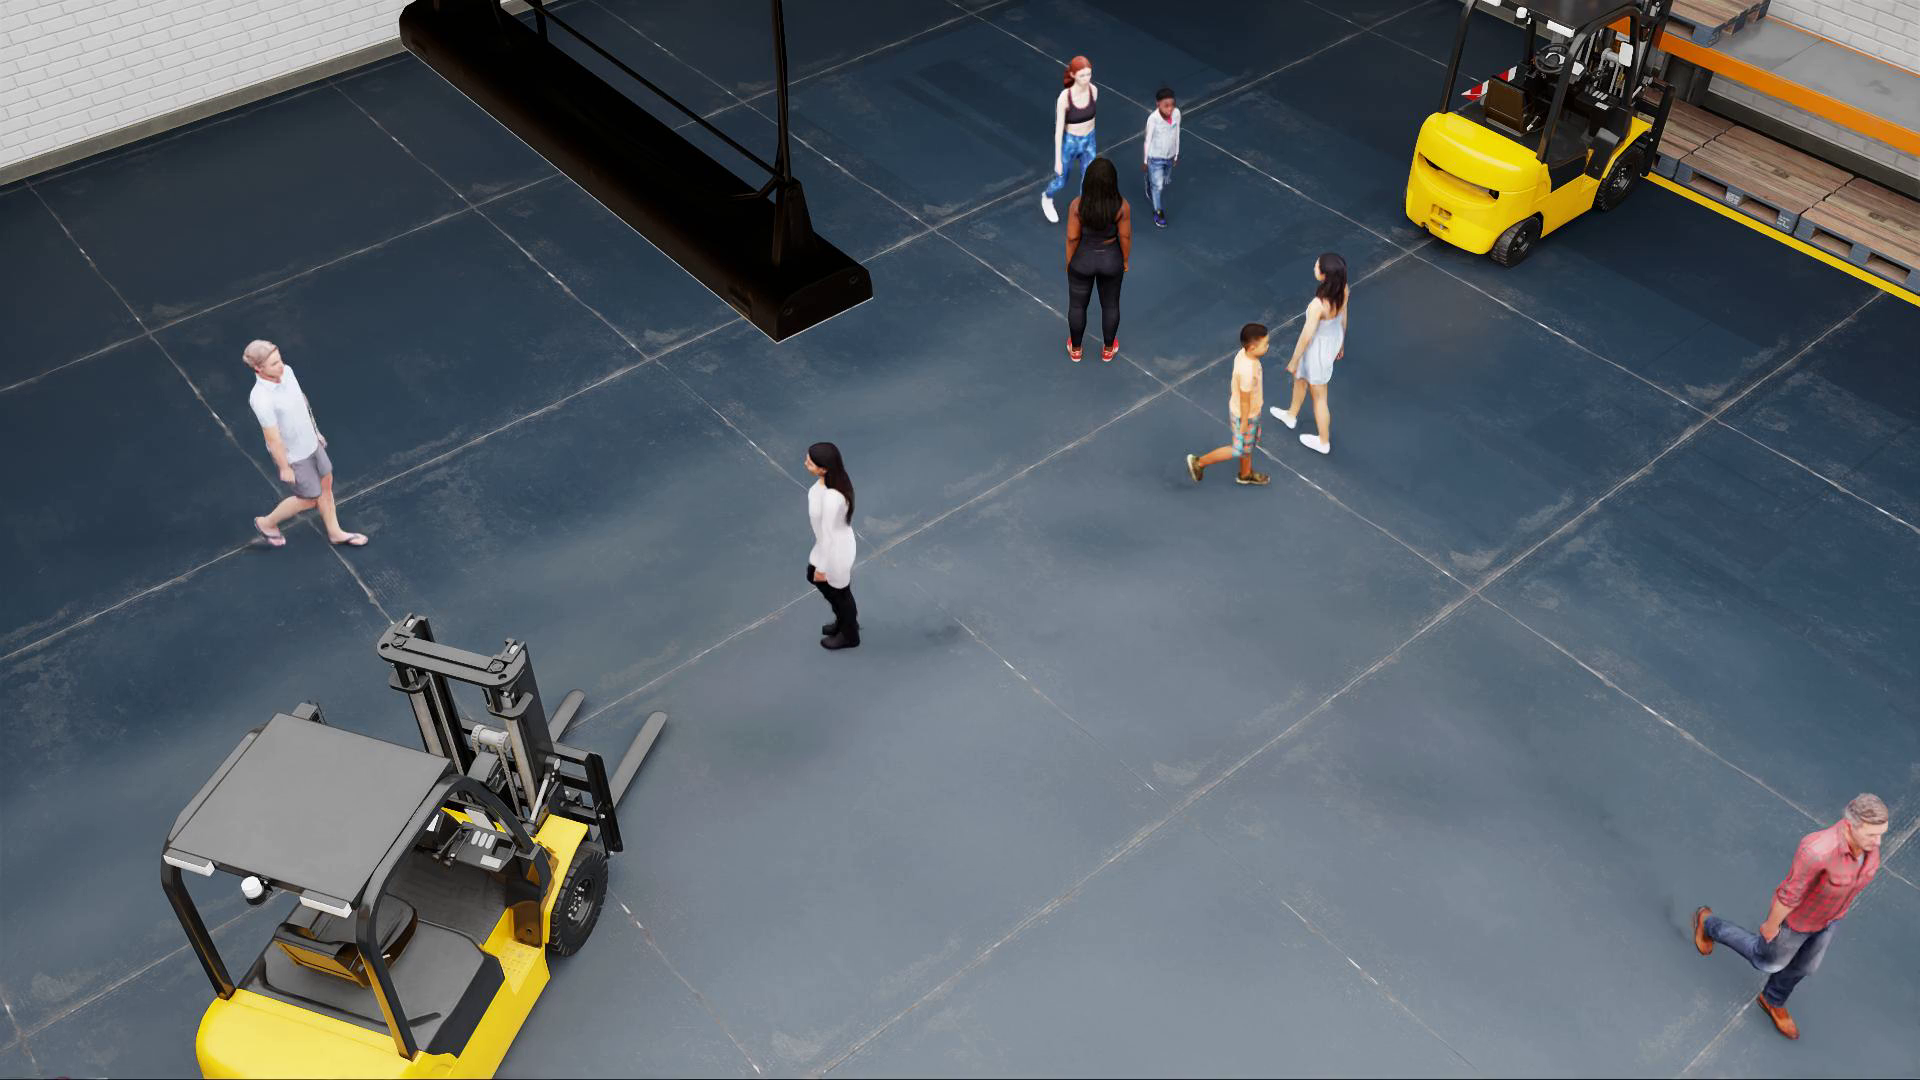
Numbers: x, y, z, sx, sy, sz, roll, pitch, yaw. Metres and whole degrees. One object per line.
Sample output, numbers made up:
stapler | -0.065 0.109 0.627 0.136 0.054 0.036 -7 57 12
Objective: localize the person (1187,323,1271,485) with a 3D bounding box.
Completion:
person | 1.993 -0.942 11.996 0.919 1.445 0.847 4 44 4

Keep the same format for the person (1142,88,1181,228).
person | 1.772 -3.463 14.789 0.662 1.242 0.893 -14 45 -14

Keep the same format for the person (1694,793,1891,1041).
person | 4.407 1.874 8.776 0.872 1.808 1.087 -17 46 -17

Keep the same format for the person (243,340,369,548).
person | -4.635 -0.625 11.395 1.049 1.815 0.997 3 44 4

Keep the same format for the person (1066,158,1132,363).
person | 1.069 -2.183 13.030 0.765 1.816 0.819 2 44 2

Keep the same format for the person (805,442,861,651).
person | -0.716 0.063 10.684 0.796 1.799 0.708 -2 44 -3

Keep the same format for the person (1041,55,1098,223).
person | 0.944 -3.345 14.304 0.786 1.740 1.278 -19 47 -19

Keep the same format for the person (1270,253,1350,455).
person | 2.719 -1.324 12.204 0.860 1.711 0.674 31 52 28
